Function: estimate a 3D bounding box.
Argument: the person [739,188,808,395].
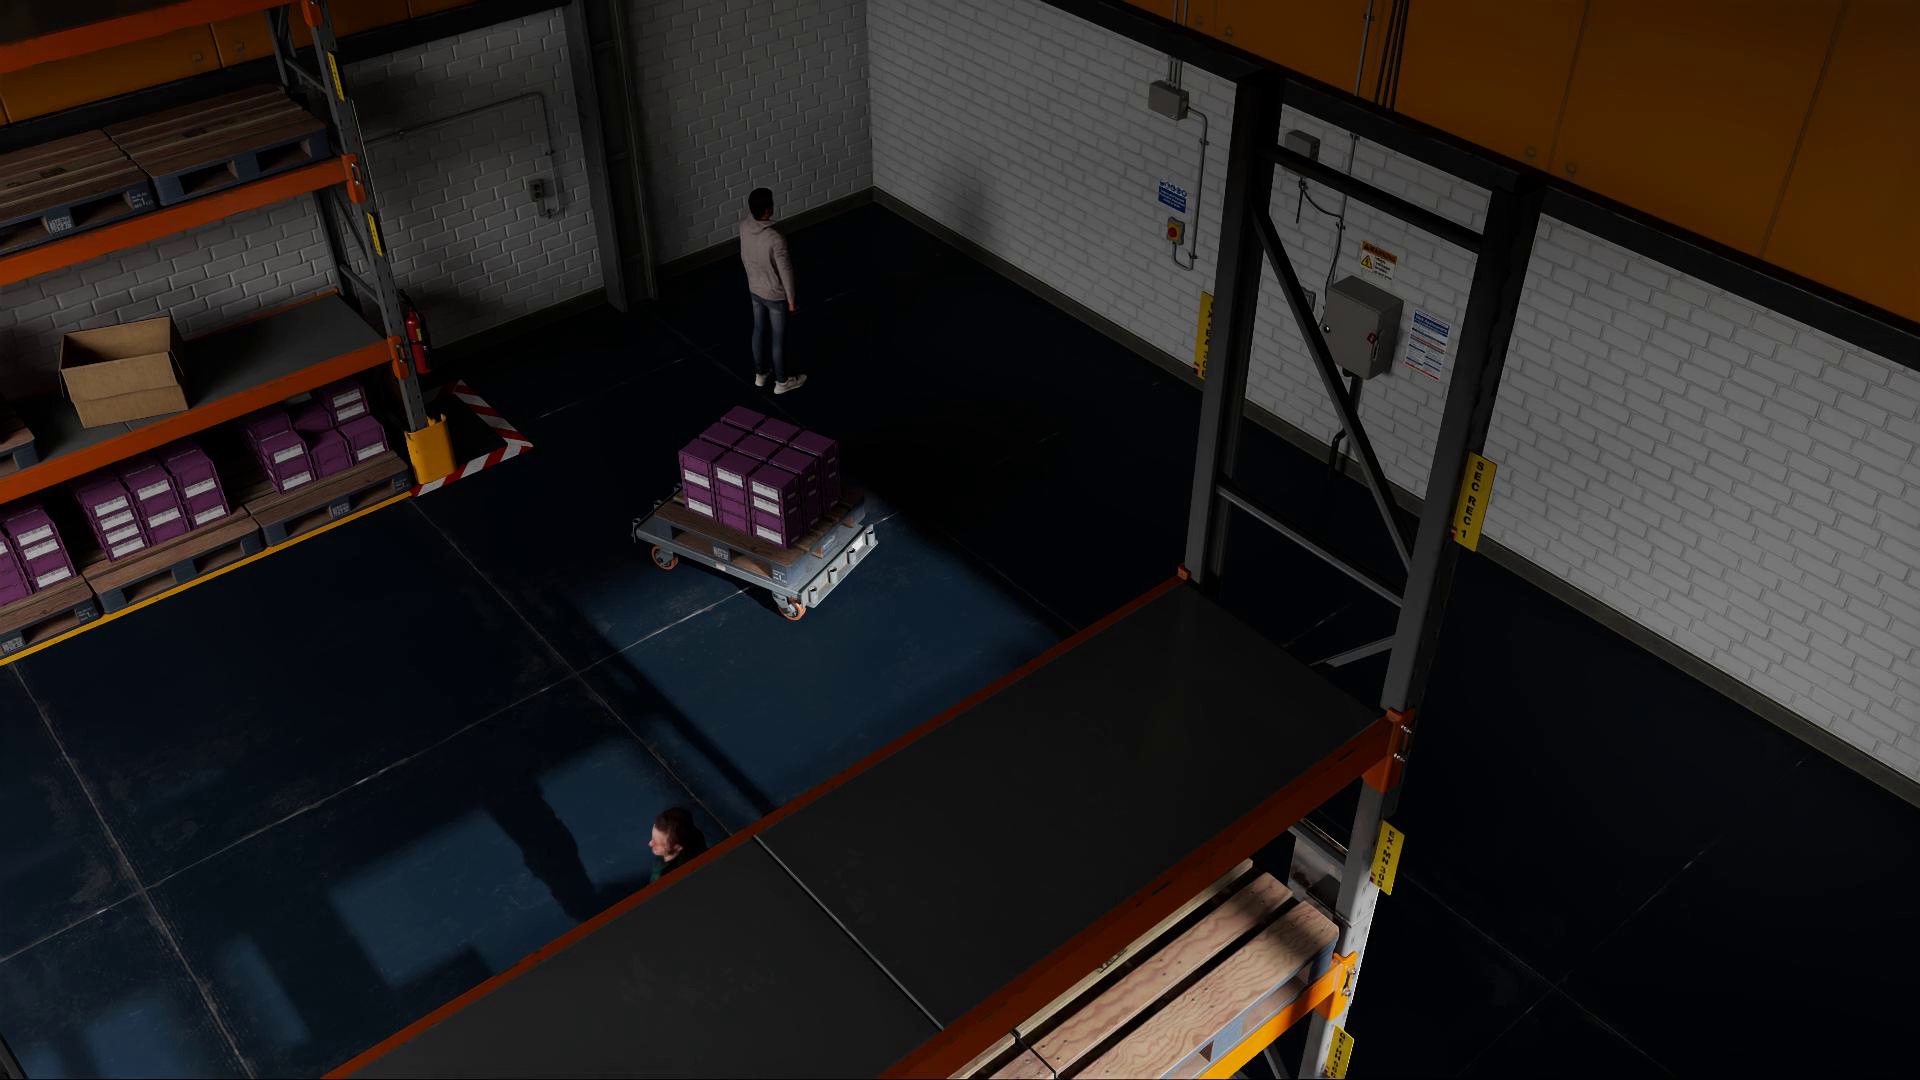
[{"bbox_3d":[-1.621,-2.100,13.971,0.715,1.853,0.647,25,45,28],"label":"person"}]

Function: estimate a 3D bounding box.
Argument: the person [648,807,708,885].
[{"bbox_3d":[-1.418,2.049,8.790,0.784,1.836,0.766,-7,39,-9],"label":"person"}]
